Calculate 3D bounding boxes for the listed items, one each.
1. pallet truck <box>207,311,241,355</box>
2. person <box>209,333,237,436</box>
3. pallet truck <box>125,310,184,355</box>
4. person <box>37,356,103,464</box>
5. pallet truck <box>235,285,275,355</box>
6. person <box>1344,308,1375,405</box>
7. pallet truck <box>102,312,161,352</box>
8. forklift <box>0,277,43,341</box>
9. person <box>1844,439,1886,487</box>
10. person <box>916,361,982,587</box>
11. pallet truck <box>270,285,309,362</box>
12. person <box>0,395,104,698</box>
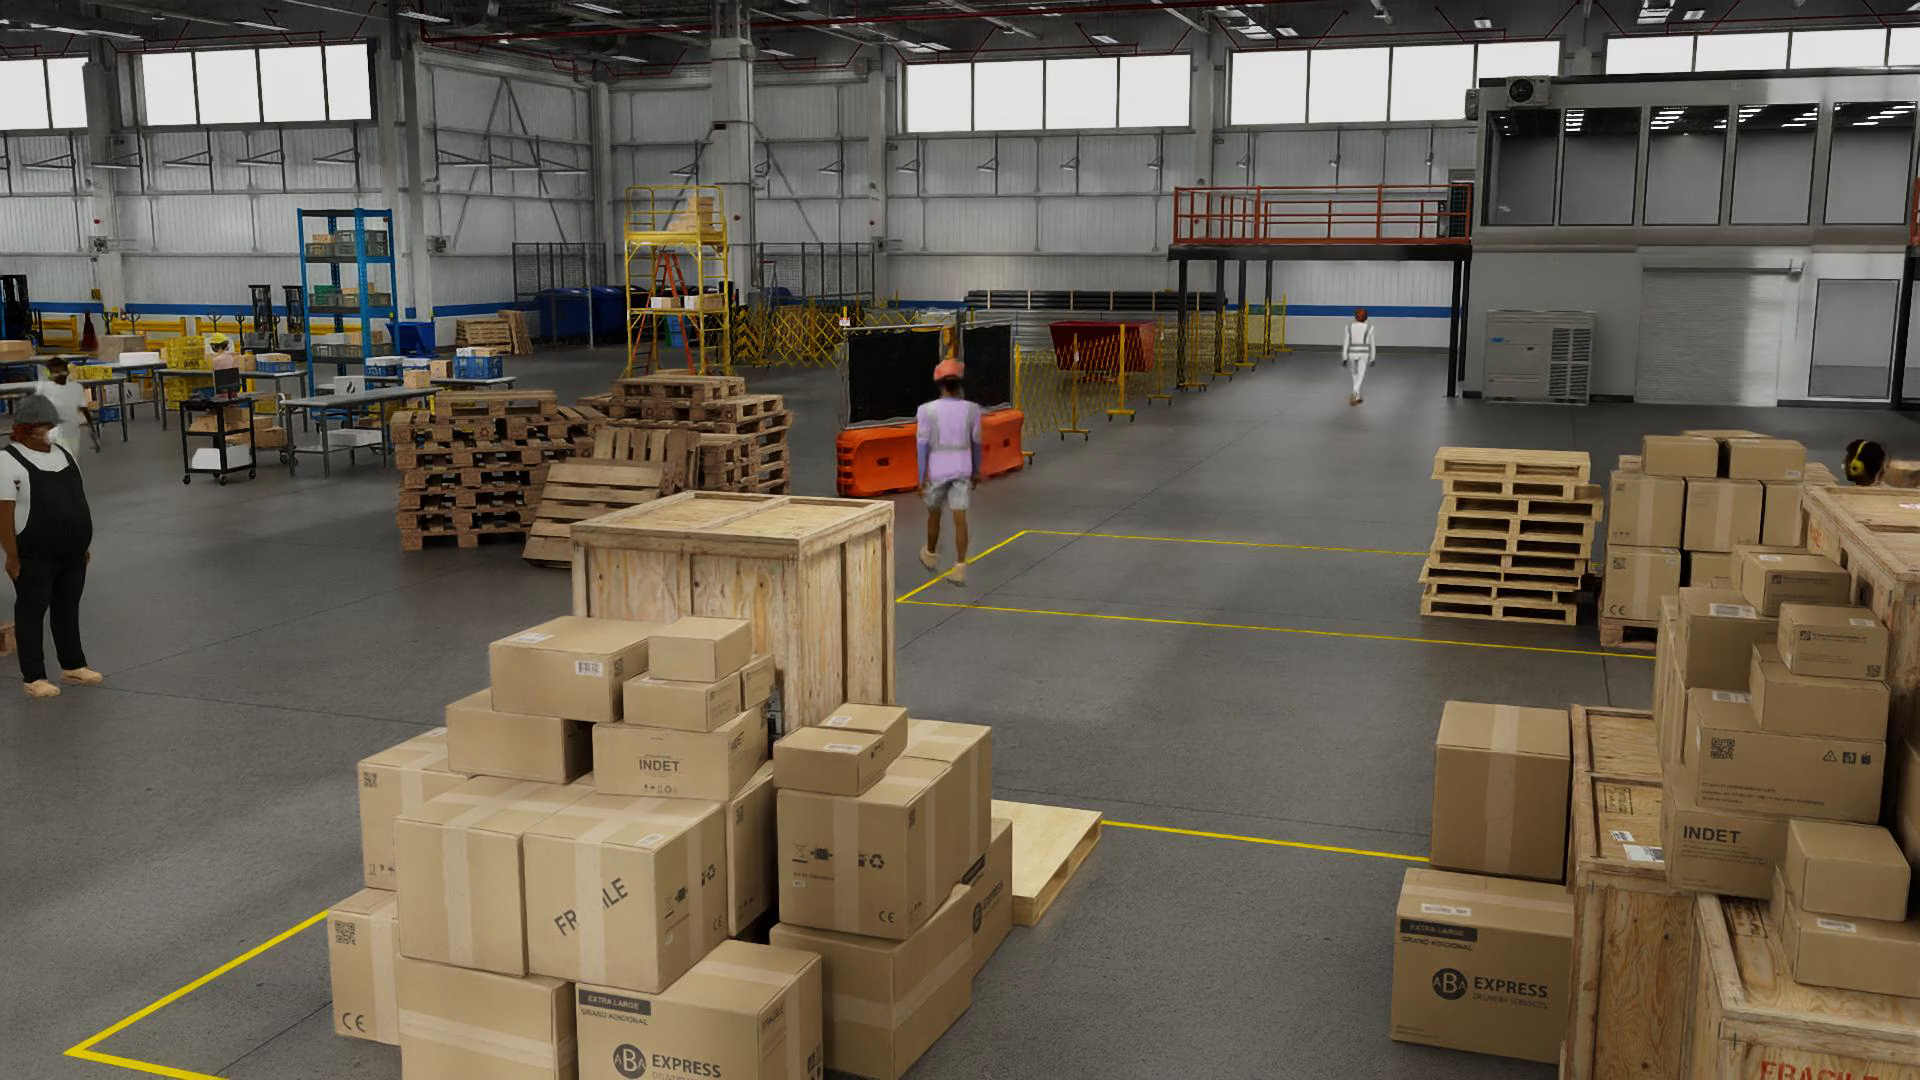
[{"bbox_3d":[-19.537,-5.575,44.913,0.653,1.274,1.630,3,11,19],"label":"pallet truck"},{"bbox_3d":[-10.697,-2.125,24.176,0.321,1.769,0.523,0,10,3],"label":"person"},{"bbox_3d":[-22.038,-5.665,45.457,0.704,1.261,1.522,3,11,17],"label":"pallet truck"},{"bbox_3d":[-9.674,-1.089,18.159,0.766,1.827,0.568,6,12,30],"label":"person"},{"bbox_3d":[-18.327,-5.835,44.421,0.823,1.965,1.885,4,11,23],"label":"pallet truck"},{"bbox_3d":[7.538,-3.465,31.492,0.581,1.860,0.804,6,12,29],"label":"person"},{"bbox_3d":[-23.057,-5.777,46.261,0.680,1.201,1.601,3,11,19],"label":"pallet truck"},{"bbox_3d":[-27.151,-6.329,46.328,1.157,1.987,2.680,3,11,17],"label":"forklift"},{"bbox_3d":[5.686,0.273,10.545,0.511,1.823,0.976,-7,12,-35],"label":"person"},{"bbox_3d":[-0.120,-0.625,15.092,0.639,1.987,1.028,-3,10,-15],"label":"person"},{"bbox_3d":[-17.147,-5.700,43.663,0.823,1.965,1.885,3,11,17],"label":"pallet truck"},{"bbox_3d":[-6.159,0.029,11.277,0.539,2.000,0.689,3,10,16],"label":"person"}]
